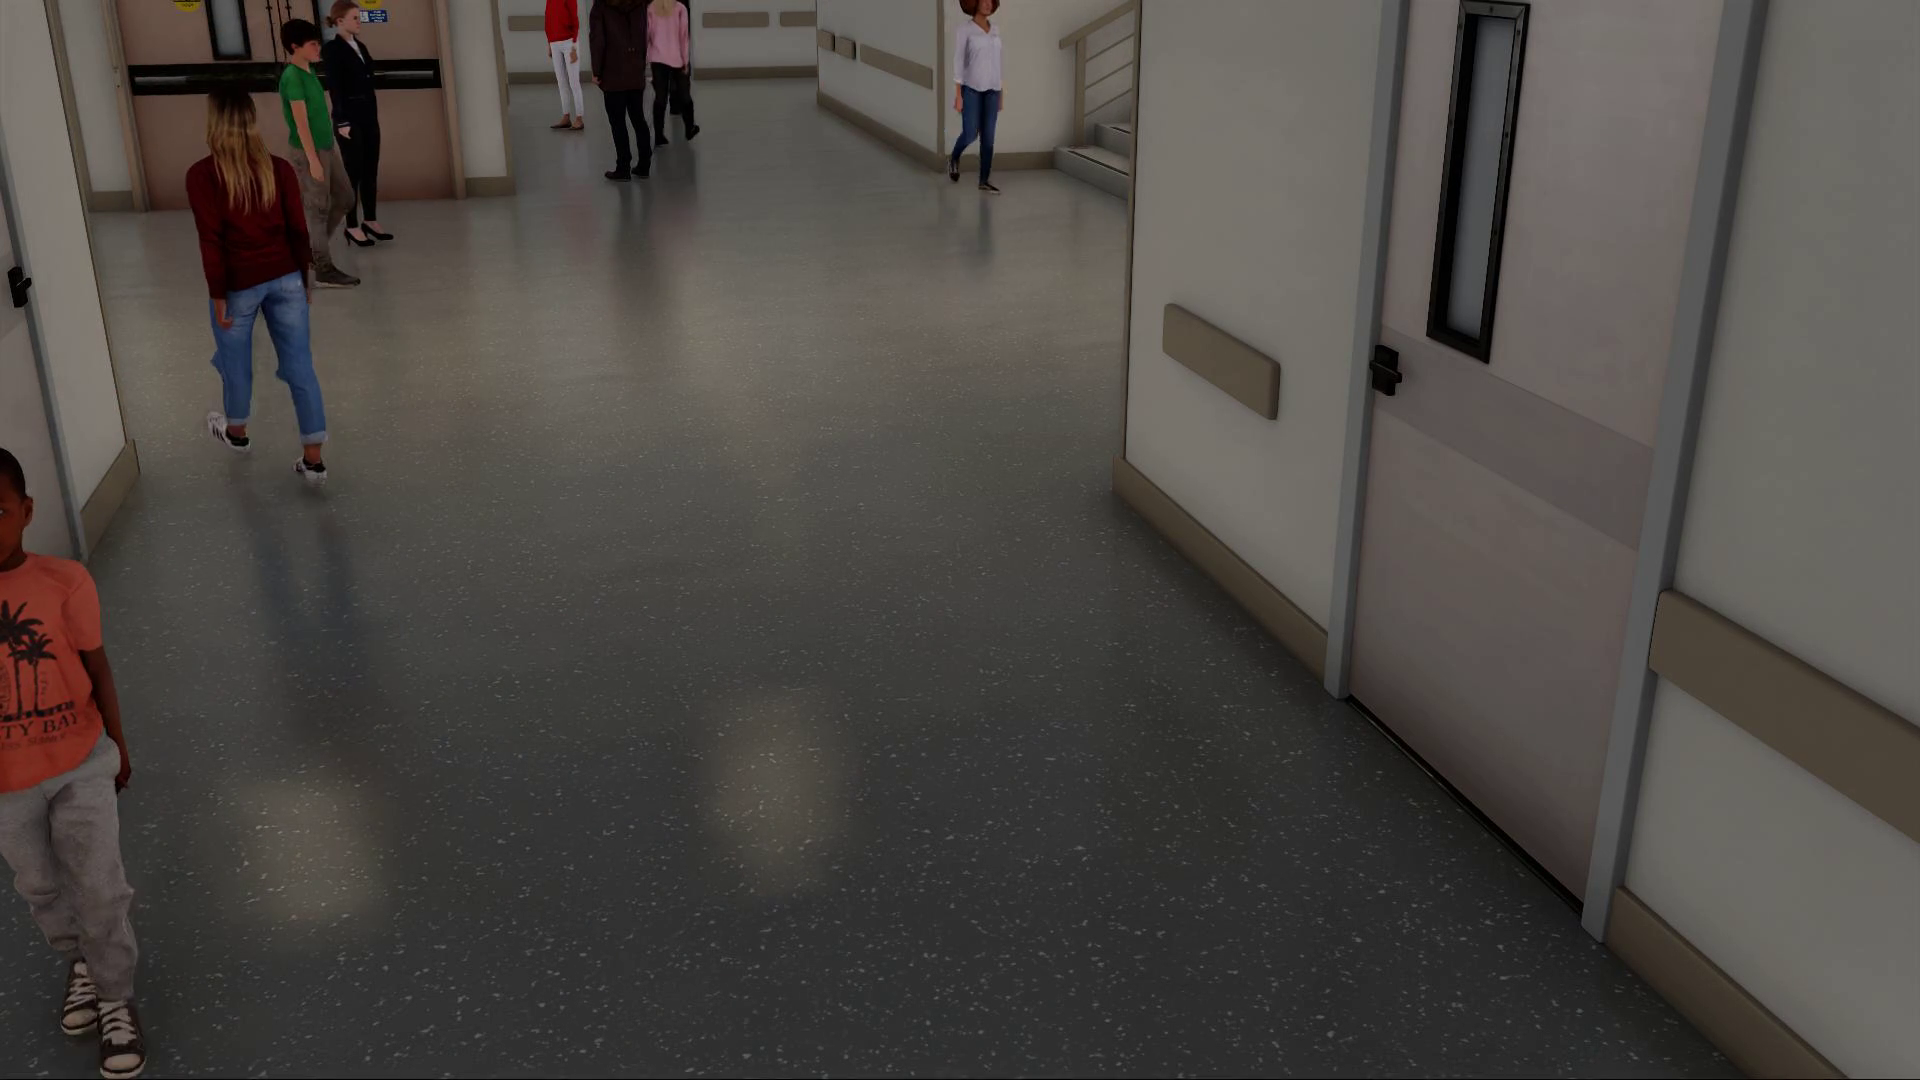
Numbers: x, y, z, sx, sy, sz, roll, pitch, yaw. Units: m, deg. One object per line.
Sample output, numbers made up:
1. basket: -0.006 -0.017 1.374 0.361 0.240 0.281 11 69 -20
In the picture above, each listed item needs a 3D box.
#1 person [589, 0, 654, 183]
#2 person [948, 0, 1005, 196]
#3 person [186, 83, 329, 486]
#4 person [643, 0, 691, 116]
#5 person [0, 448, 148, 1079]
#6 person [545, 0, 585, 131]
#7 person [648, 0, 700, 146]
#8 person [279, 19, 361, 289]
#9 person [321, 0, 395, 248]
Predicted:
1. person: -2.969 -4.113 14.627 0.926 1.847 0.811 18 28 40
2. person: 0.113 -3.780 13.950 0.832 1.705 0.837 -12 24 -29
3. person: -2.798 -0.976 6.720 1.104 1.582 1.007 -18 27 -40
4. person: -3.387 -5.890 19.202 0.888 1.931 0.868 -1 21 -3
5. person: -1.903 0.423 3.432 0.622 1.295 0.561 -6 22 -16
6. person: -4.292 -5.336 18.073 0.648 1.694 0.712 11 23 26
7. person: -2.924 -4.722 16.535 1.156 1.636 1.011 4 21 10
8. person: -4.114 -2.397 10.383 0.707 1.646 0.677 -1 21 -2
9. person: -4.285 -2.938 11.758 0.709 1.683 0.700 6 21 15
